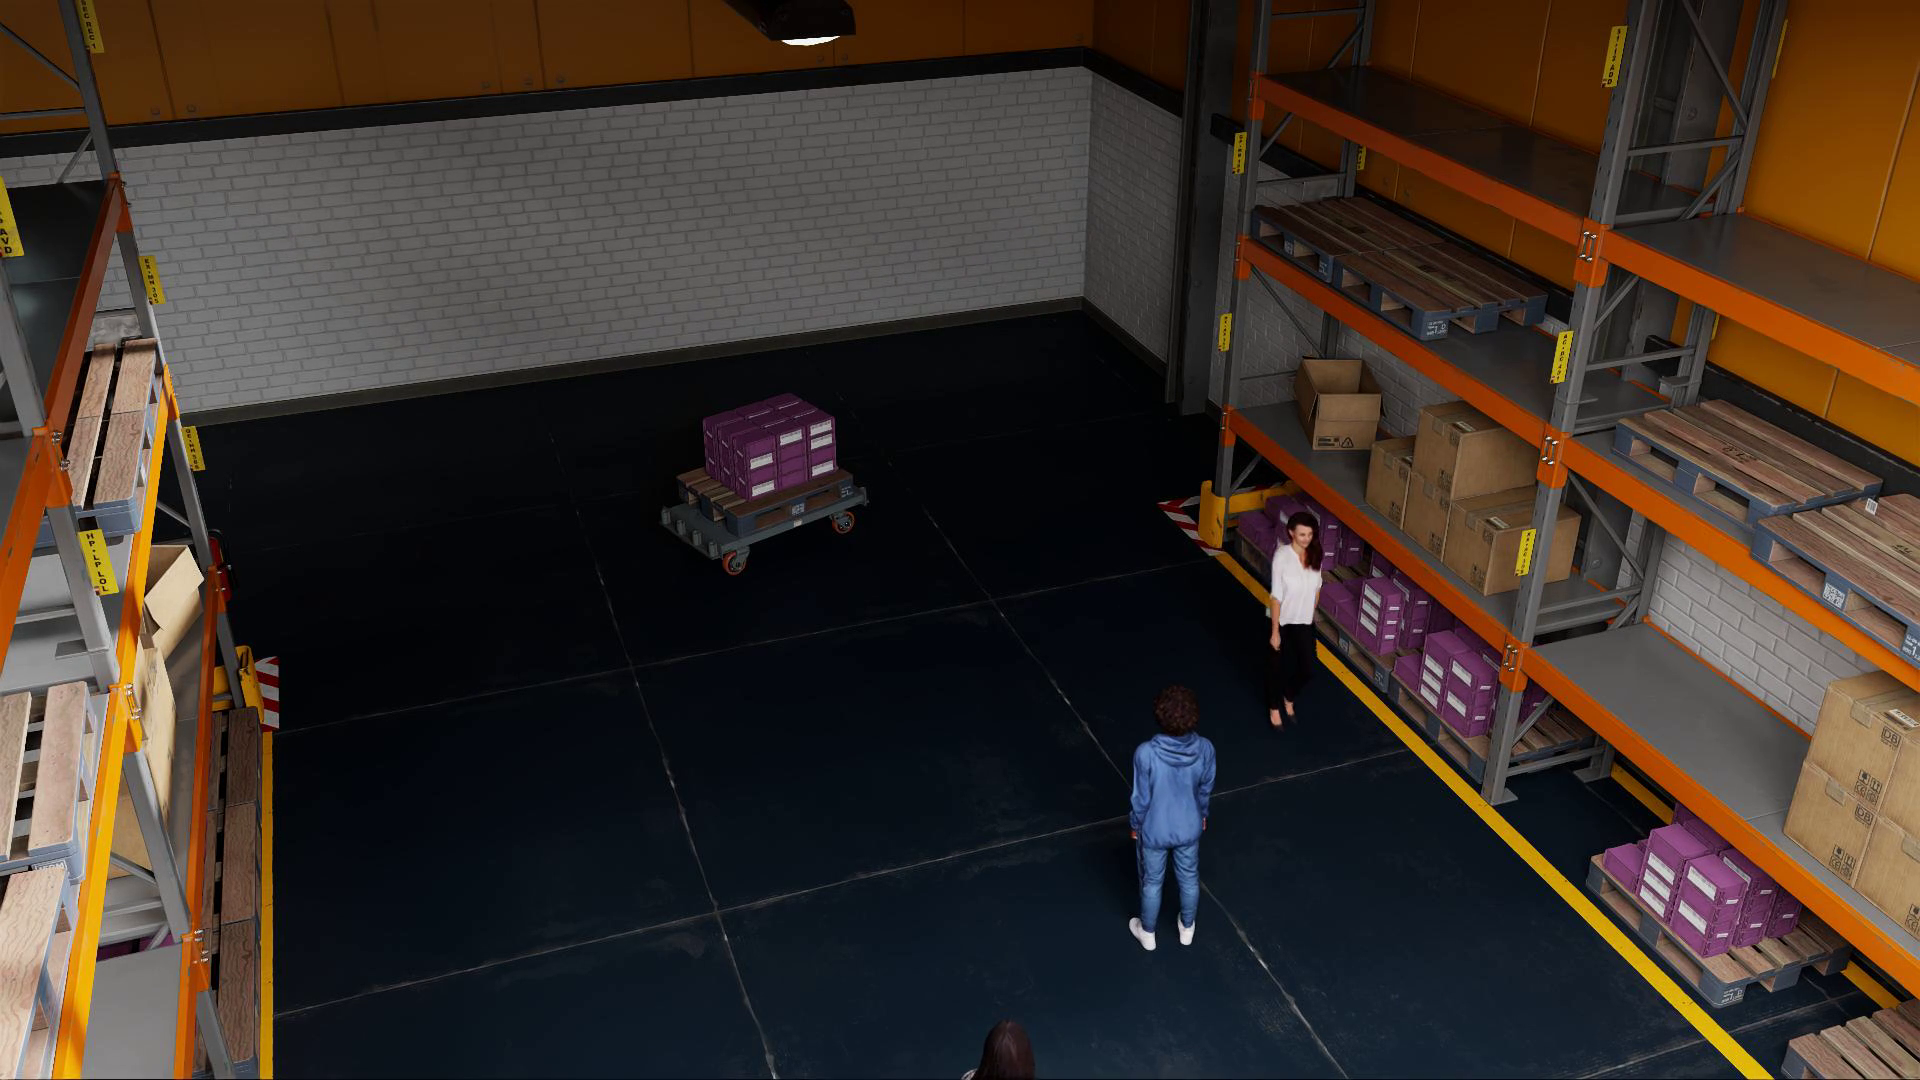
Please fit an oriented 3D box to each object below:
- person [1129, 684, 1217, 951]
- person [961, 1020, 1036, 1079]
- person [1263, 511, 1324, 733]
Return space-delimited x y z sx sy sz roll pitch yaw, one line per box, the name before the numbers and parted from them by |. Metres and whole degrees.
person | 1.242 1.648 9.841 0.716 1.810 0.630 -4 29 -8
person | 0.211 2.912 7.566 0.687 1.769 0.723 9 30 16
person | 2.296 0.561 11.863 0.613 1.782 0.570 -9 30 -15
